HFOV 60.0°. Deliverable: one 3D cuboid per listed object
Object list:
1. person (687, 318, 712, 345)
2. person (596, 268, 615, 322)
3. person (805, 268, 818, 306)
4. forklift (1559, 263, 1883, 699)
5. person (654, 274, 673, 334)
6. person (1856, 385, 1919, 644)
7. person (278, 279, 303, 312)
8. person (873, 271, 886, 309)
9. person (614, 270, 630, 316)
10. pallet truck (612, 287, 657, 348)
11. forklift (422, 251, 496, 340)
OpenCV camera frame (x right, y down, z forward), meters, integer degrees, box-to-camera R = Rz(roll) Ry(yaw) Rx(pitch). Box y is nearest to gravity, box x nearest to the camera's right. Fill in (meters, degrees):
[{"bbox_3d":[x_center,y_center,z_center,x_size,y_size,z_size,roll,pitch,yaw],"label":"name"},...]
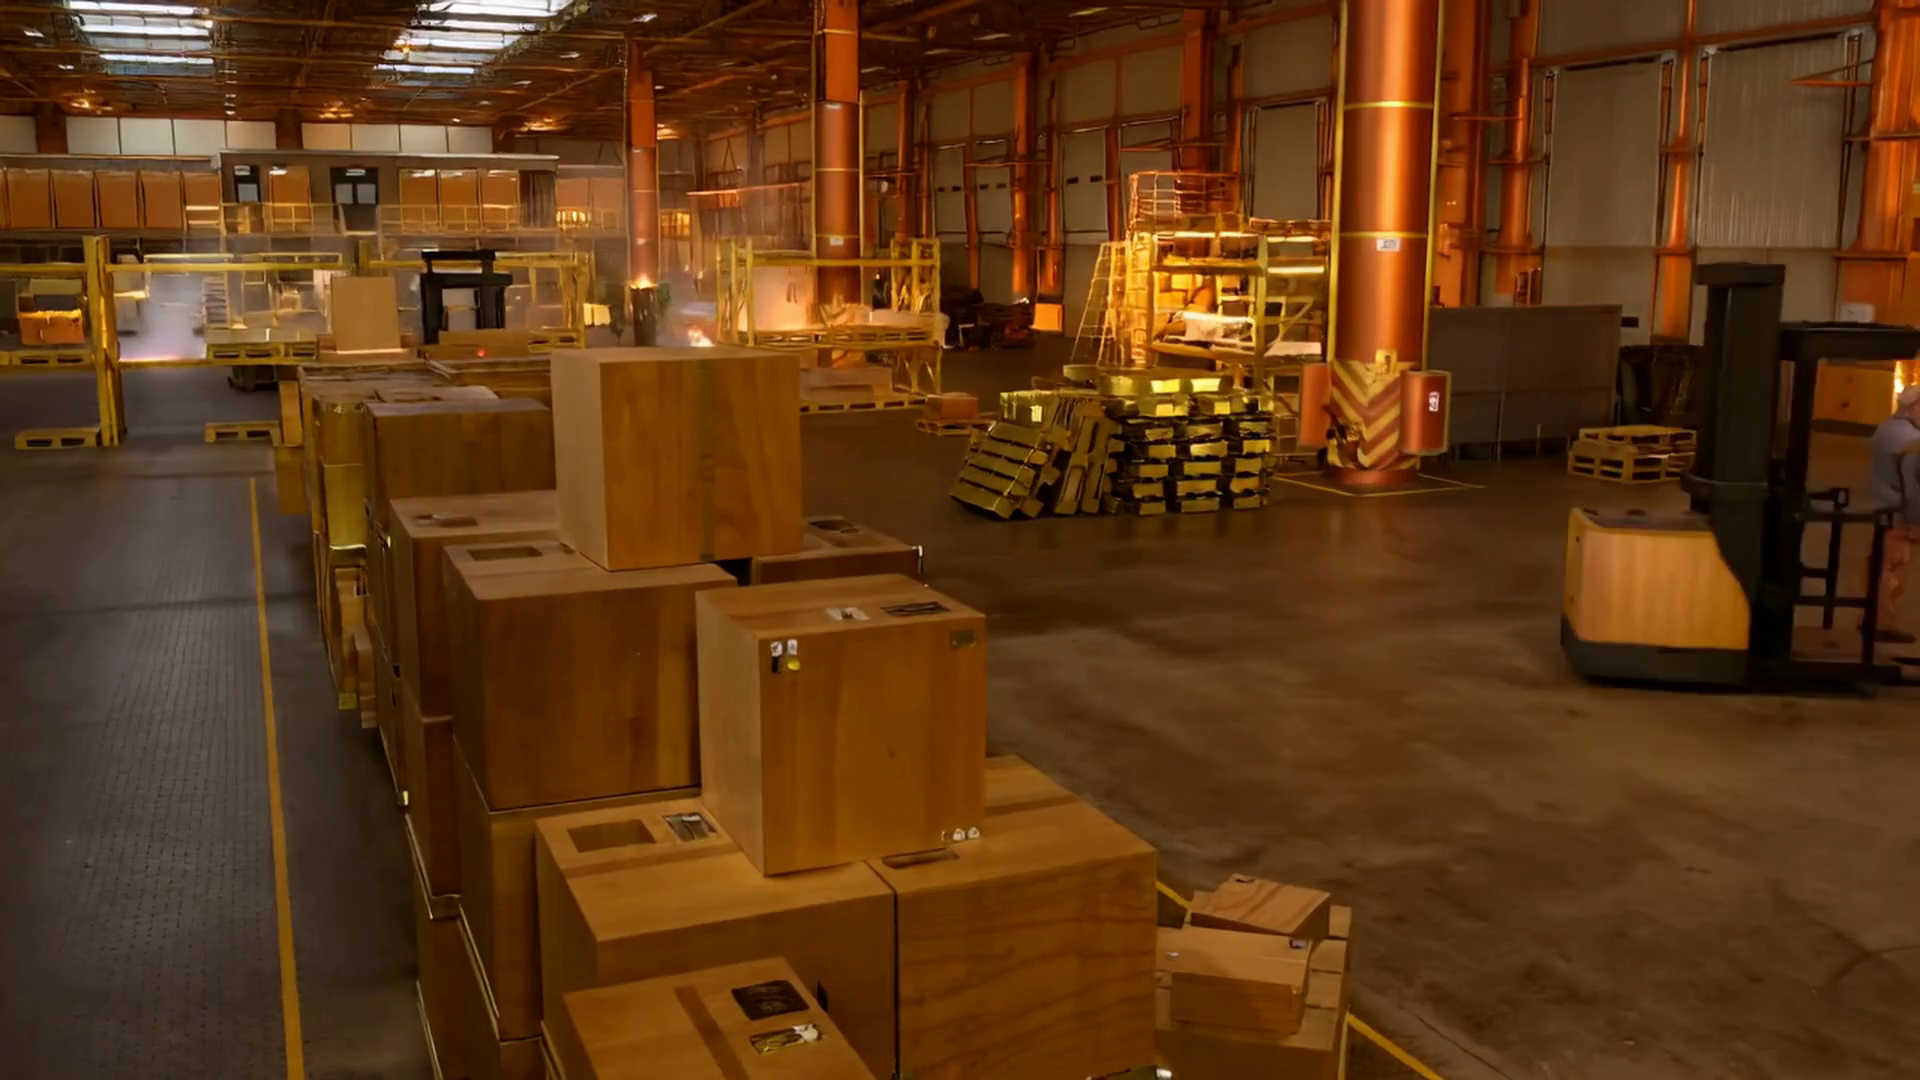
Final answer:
[{"bbox_3d":[-3.491,-2.017,22.420,0.376,1.934,0.627,-6,12,-30],"label":"person"},{"bbox_3d":[-12.772,-8.664,59.025,1.048,1.941,0.649,-5,11,-24],"label":"person"},{"bbox_3d":[-5.888,-10.025,66.907,0.659,1.798,0.919,-2,11,-13],"label":"person"},{"bbox_3d":[5.168,-0.462,11.233,1.873,2.768,1.129,3,11,14],"label":"forklift"},{"bbox_3d":[-9.419,-7.436,52.401,0.636,1.896,1.016,8,13,39],"label":"person"},{"bbox_3d":[6.960,-0.190,12.369,0.371,1.930,0.636,1,10,3],"label":"person"},{"bbox_3d":[-16.206,-5.295,40.182,0.537,2.000,0.689,3,11,14],"label":"person"},{"bbox_3d":[-2.876,-8.825,60.294,0.549,1.803,0.968,-5,12,-27],"label":"person"},{"bbox_3d":[-13.027,-9.520,64.113,0.820,1.823,0.519,-9,14,-42],"label":"person"},{"bbox_3d":[-6.464,-4.406,35.401,0.823,1.965,1.885,6,12,32],"label":"pallet truck"},{"bbox_3d":[-6.808,-2.563,22.810,1.129,2.768,1.873,-4,11,-23],"label":"forklift"}]
